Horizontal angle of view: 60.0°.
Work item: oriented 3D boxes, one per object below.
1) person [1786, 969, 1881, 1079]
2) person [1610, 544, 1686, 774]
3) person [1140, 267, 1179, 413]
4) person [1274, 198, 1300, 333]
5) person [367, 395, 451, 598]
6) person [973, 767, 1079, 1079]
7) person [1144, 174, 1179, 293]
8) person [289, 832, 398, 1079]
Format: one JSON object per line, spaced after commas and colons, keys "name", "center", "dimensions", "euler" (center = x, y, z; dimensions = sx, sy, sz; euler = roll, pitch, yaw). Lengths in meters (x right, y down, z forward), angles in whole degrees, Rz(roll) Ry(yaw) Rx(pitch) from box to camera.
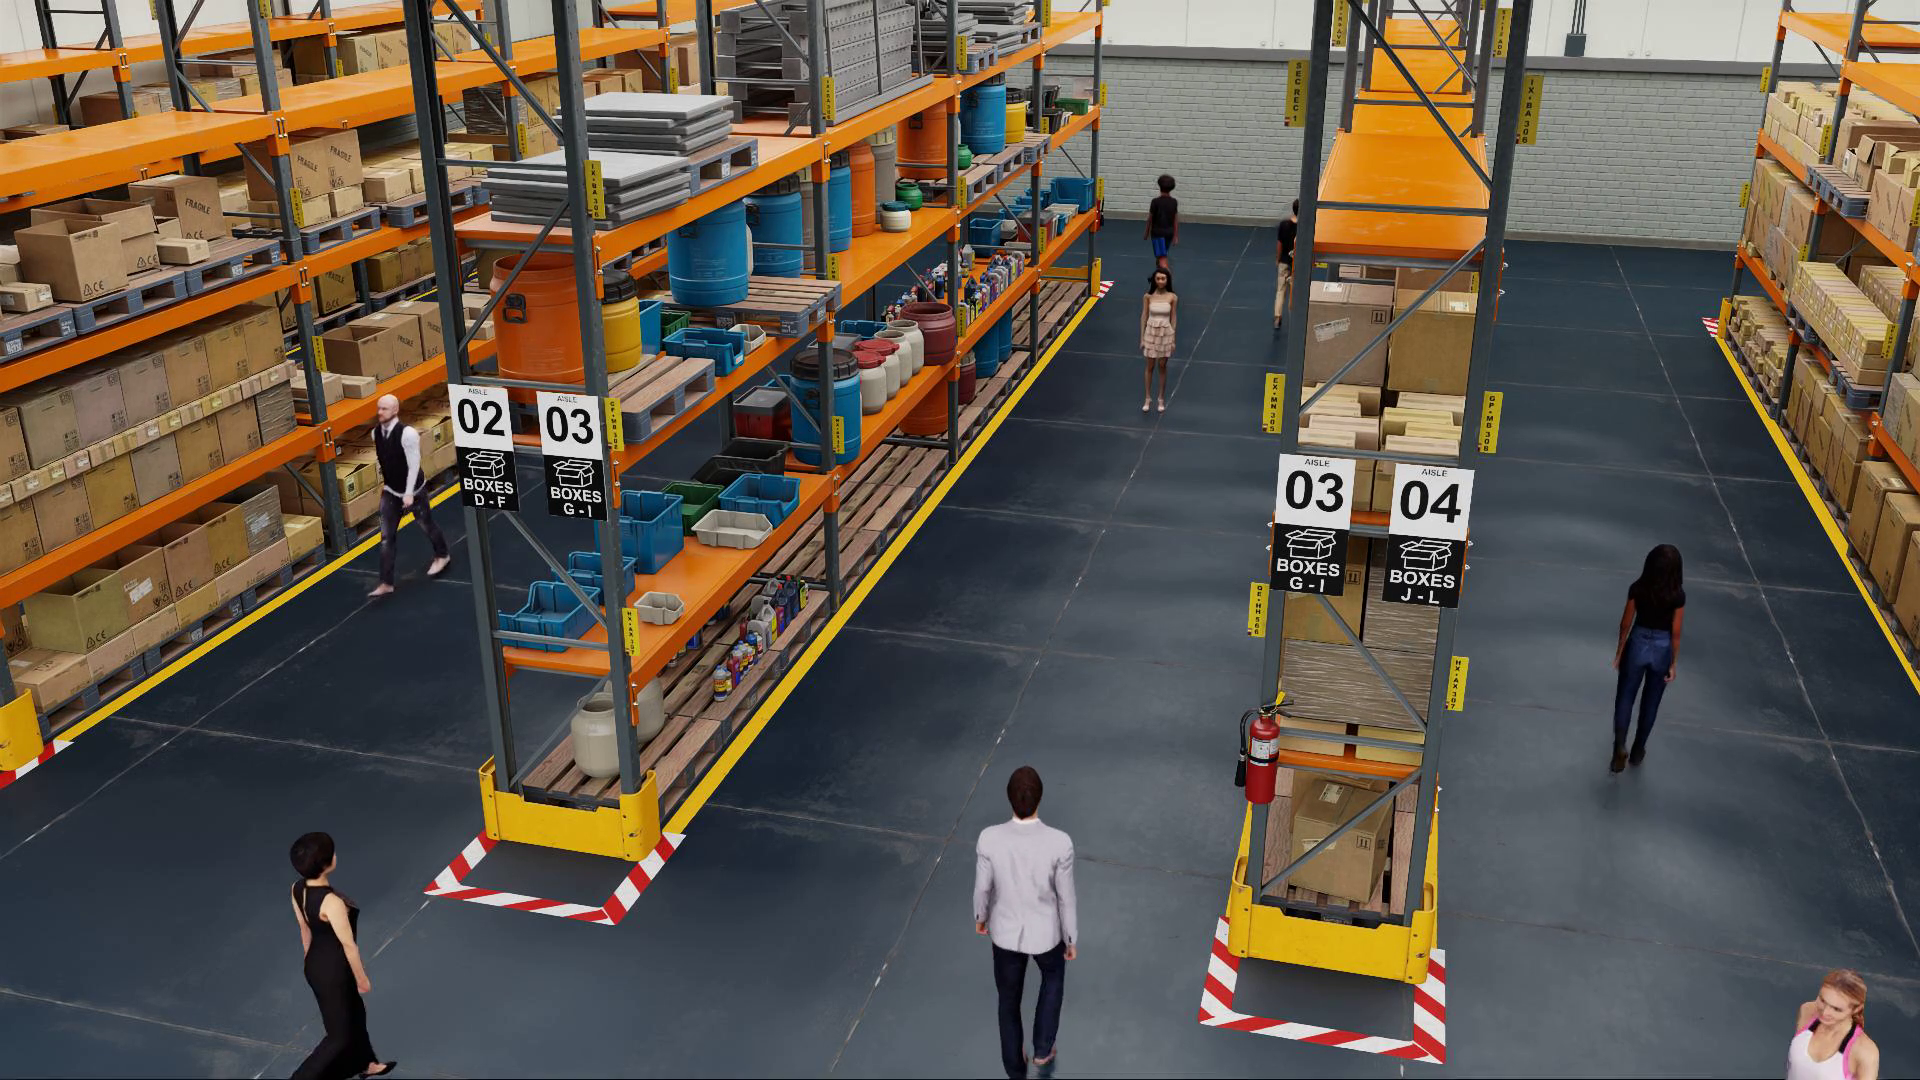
{"name": "person", "center": [3.925, 2.624, 7.426], "dimensions": [1.177, 1.736, 1.201], "euler": [-7, 23, -17]}
{"name": "person", "center": [4.825, 0.883, 11.701], "dimensions": [0.686, 1.721, 1.005], "euler": [11, 25, 25]}
{"name": "person", "center": [2.345, -2.363, 19.620], "dimensions": [0.590, 1.735, 0.550], "euler": [4, 23, 9]}
{"name": "person", "center": [4.533, -3.747, 22.894], "dimensions": [0.702, 1.816, 1.186], "euler": [8, 24, 19]}
{"name": "person", "center": [-4.882, -0.422, 14.830], "dimensions": [0.773, 1.768, 1.265], "euler": [9, 24, 20]}
{"name": "person", "center": [0.335, 2.076, 8.632], "dimensions": [0.746, 1.836, 0.675], "euler": [3, 22, 8]}
{"name": "person", "center": [3.060, -4.539, 24.910], "dimensions": [1.054, 1.757, 1.202], "euler": [-9, 24, -21]}
{"name": "person", "center": [-3.273, 2.261, 8.516], "dimensions": [0.847, 1.581, 1.026], "euler": [19, 29, 38]}
